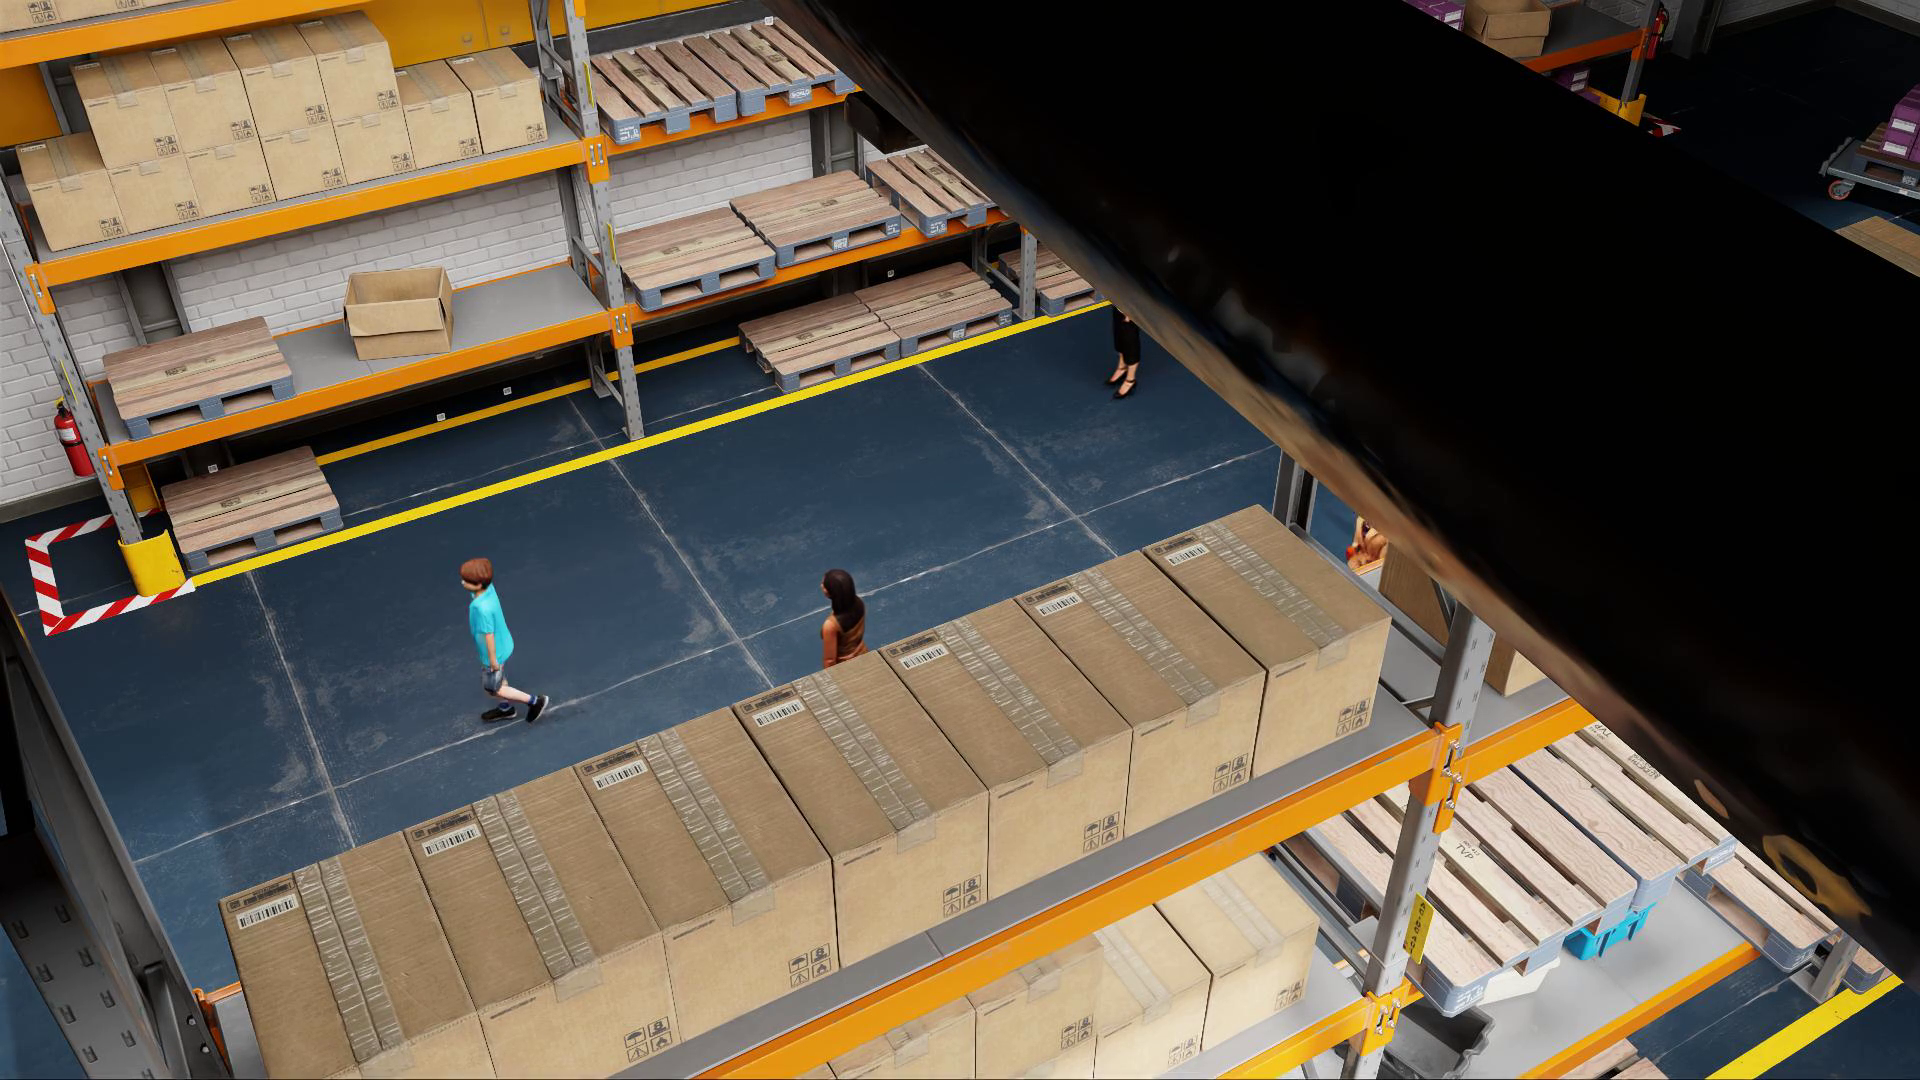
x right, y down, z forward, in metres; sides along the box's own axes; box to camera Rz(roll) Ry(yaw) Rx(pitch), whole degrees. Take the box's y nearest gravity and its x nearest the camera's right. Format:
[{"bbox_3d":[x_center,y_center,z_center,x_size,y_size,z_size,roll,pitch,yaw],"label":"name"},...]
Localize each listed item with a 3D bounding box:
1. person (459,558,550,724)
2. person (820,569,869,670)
[{"bbox_3d":[-3.112,0.700,11.314,0.786,1.438,0.647,-7,39,-9],"label":"person"},{"bbox_3d":[-0.740,0.859,10.918,0.701,1.684,0.606,18,42,21],"label":"person"}]
